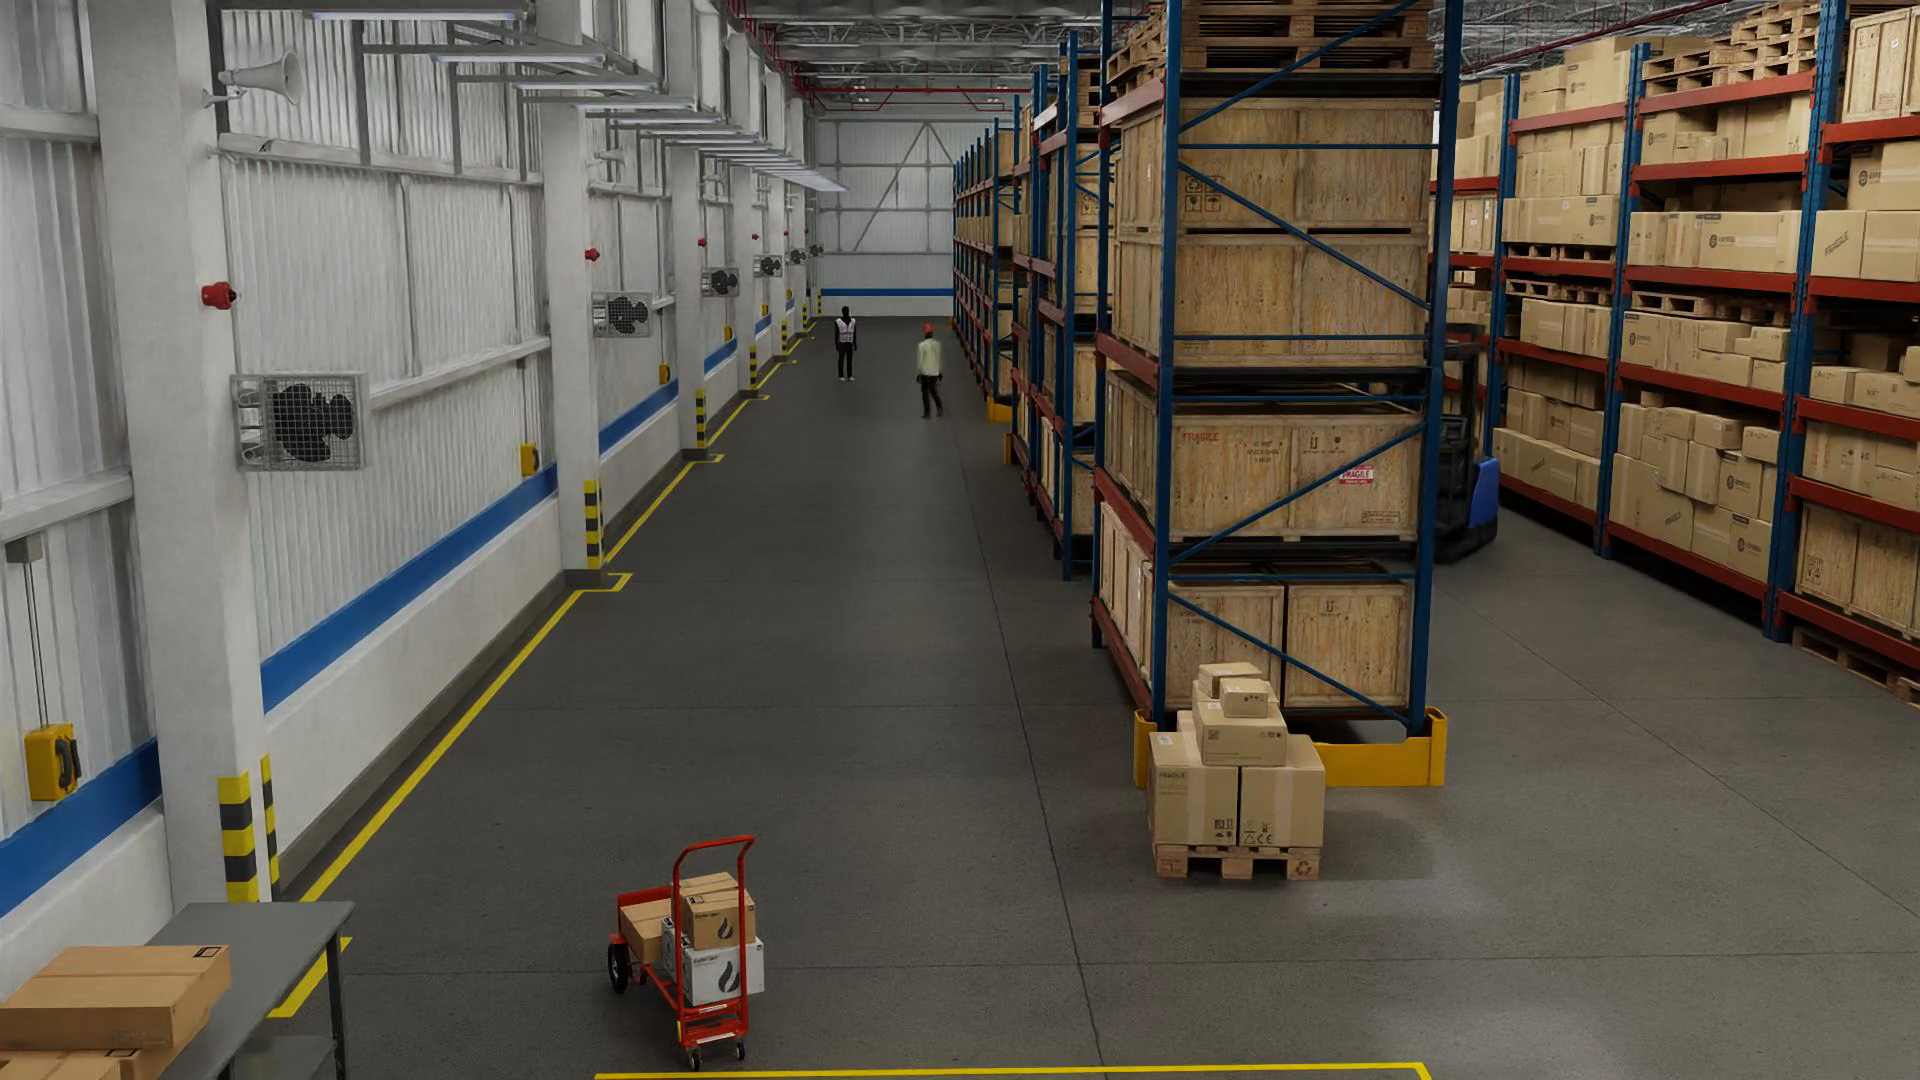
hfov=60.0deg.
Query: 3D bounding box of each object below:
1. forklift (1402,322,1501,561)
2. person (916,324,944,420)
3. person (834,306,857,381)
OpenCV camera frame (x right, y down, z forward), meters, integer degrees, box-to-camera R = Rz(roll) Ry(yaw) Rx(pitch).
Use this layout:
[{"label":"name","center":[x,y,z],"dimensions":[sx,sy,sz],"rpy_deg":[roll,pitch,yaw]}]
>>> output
[{"label":"forklift","center":[5.933,-1.298,20.604],"dimensions":[1.129,2.768,1.873],"rpy_deg":[8,13,36]},{"label":"person","center":[-0.626,-3.438,34.082],"dimensions":[0.631,1.977,0.473],"rpy_deg":[-9,14,-40]},{"label":"person","center":[-2.921,-5.010,42.454],"dimensions":[0.586,1.913,0.397],"rpy_deg":[-6,13,-29]}]
